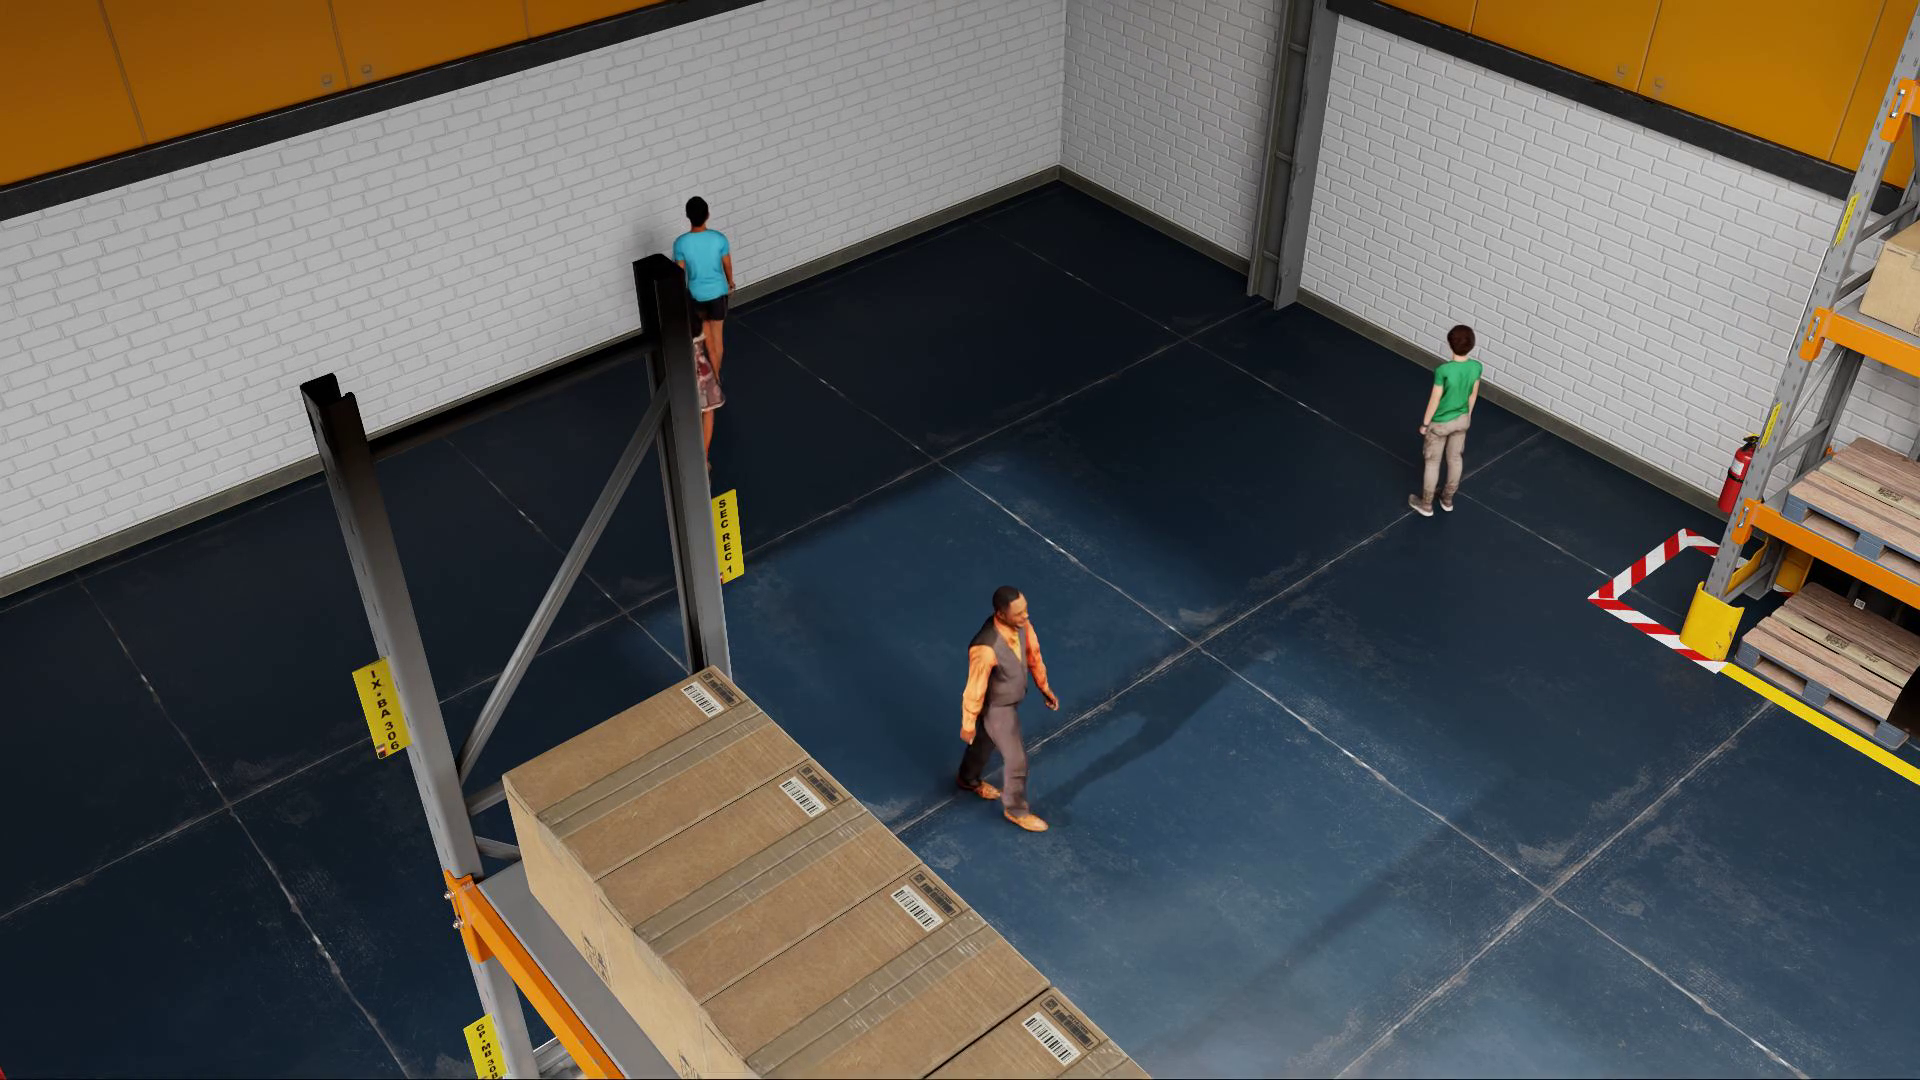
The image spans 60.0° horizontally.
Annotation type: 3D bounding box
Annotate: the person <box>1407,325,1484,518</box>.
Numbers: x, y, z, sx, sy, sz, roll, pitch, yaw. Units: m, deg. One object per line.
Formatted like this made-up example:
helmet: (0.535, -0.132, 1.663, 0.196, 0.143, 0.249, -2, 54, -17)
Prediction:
person: (3.799, -0.922, 12.915, 0.657, 1.651, 0.660, -10, 40, -13)

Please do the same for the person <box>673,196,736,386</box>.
person: (-2.162, -2.062, 14.261, 0.942, 1.752, 1.046, -1, 39, -1)

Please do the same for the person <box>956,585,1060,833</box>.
person: (0.139, 0.969, 10.366, 1.100, 1.877, 0.956, 15, 41, 18)
